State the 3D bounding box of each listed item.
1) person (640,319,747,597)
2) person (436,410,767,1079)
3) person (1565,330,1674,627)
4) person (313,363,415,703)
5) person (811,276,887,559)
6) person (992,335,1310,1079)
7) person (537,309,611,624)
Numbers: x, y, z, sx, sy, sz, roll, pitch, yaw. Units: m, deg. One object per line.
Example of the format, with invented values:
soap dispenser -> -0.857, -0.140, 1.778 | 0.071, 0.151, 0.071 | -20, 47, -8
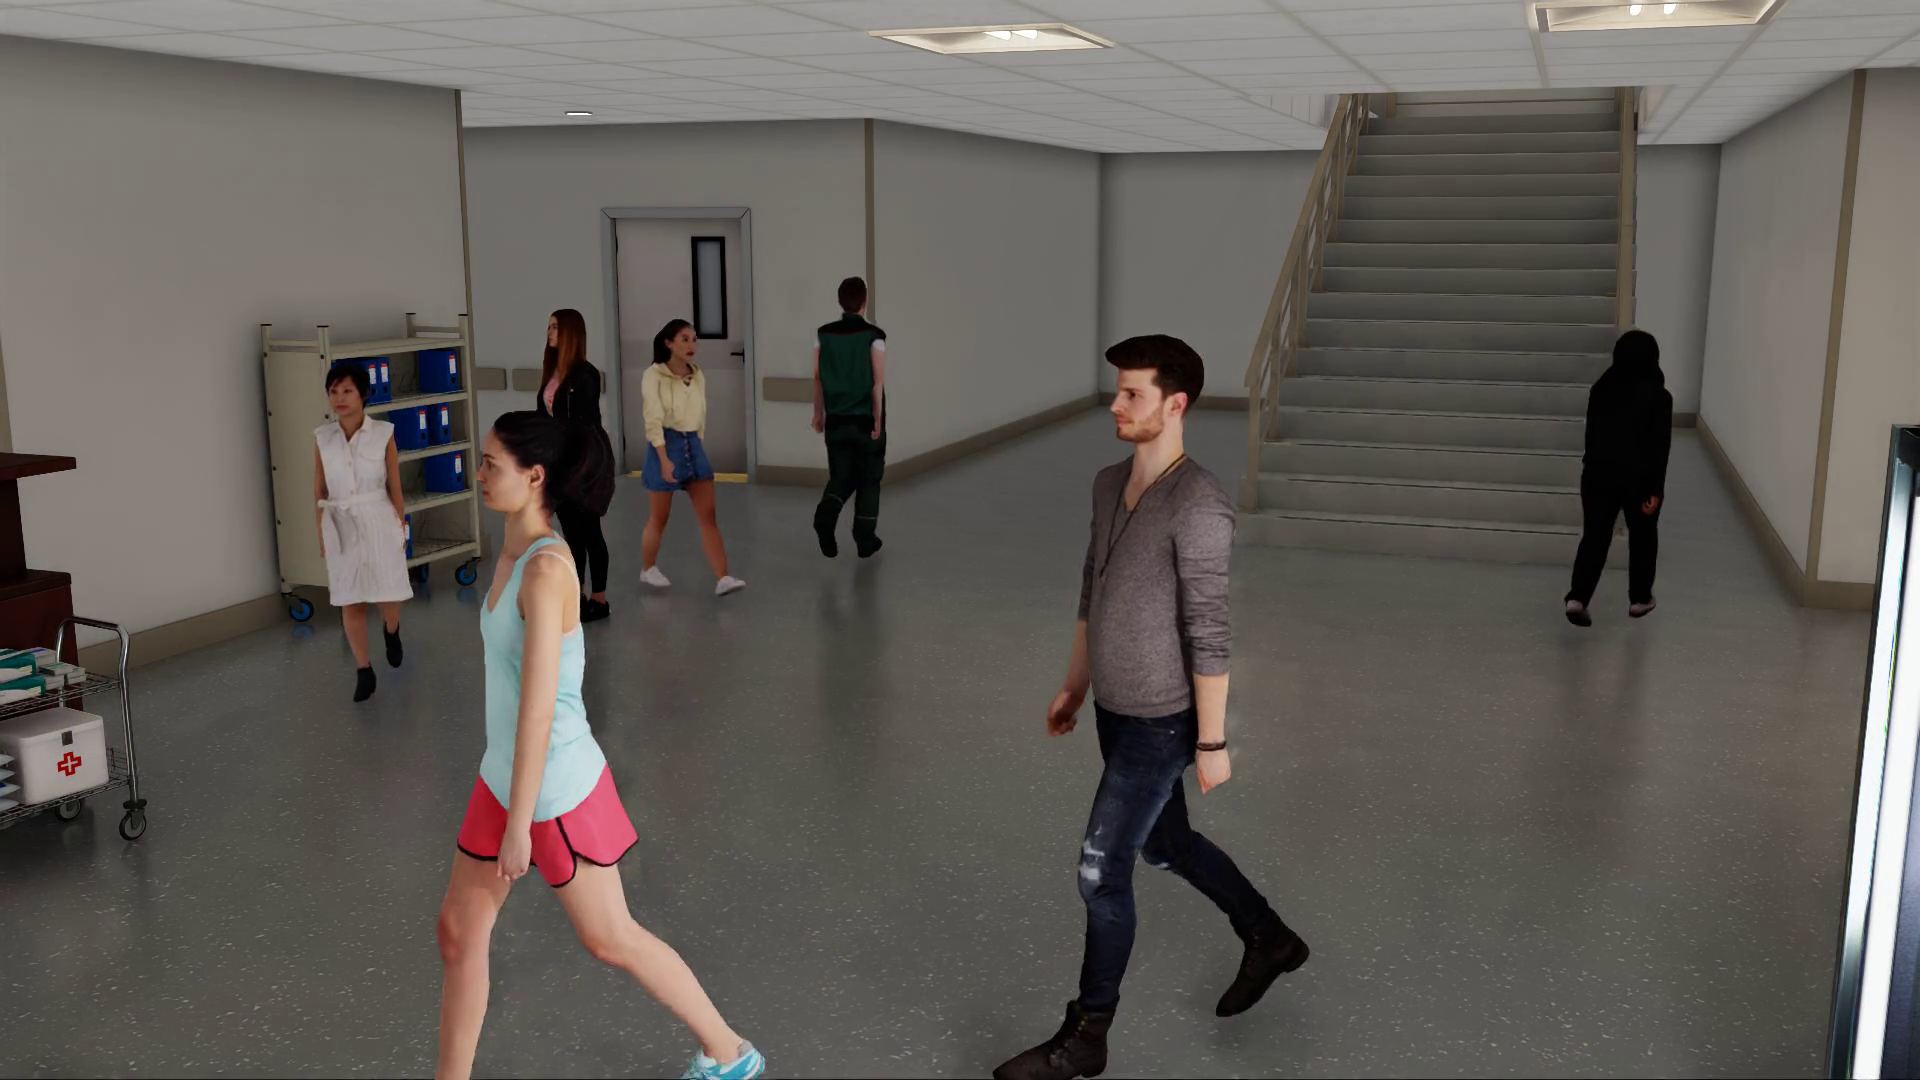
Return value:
person -> -1.717, -0.450, 9.694 | 1.013, 1.586, 1.130 | 10, 15, 44
person -> -0.858, 0.599, 3.797 | 1.162, 1.723, 1.152 | -4, 11, -20
person -> 3.476, -0.285, 8.840 | 0.902, 1.578, 1.216 | 9, 14, 40
person -> -2.734, -0.042, 7.652 | 0.741, 1.544, 0.834 | -1, 11, -7
person -> -0.713, -0.744, 10.617 | 0.670, 1.819, 1.015 | 3, 11, 17
person -> 0.562, 0.441, 4.238 | 1.223, 1.869, 1.235 | -3, 11, -17
person -> -2.116, -0.417, 9.177 | 0.675, 1.712, 0.682 | -10, 15, -42
